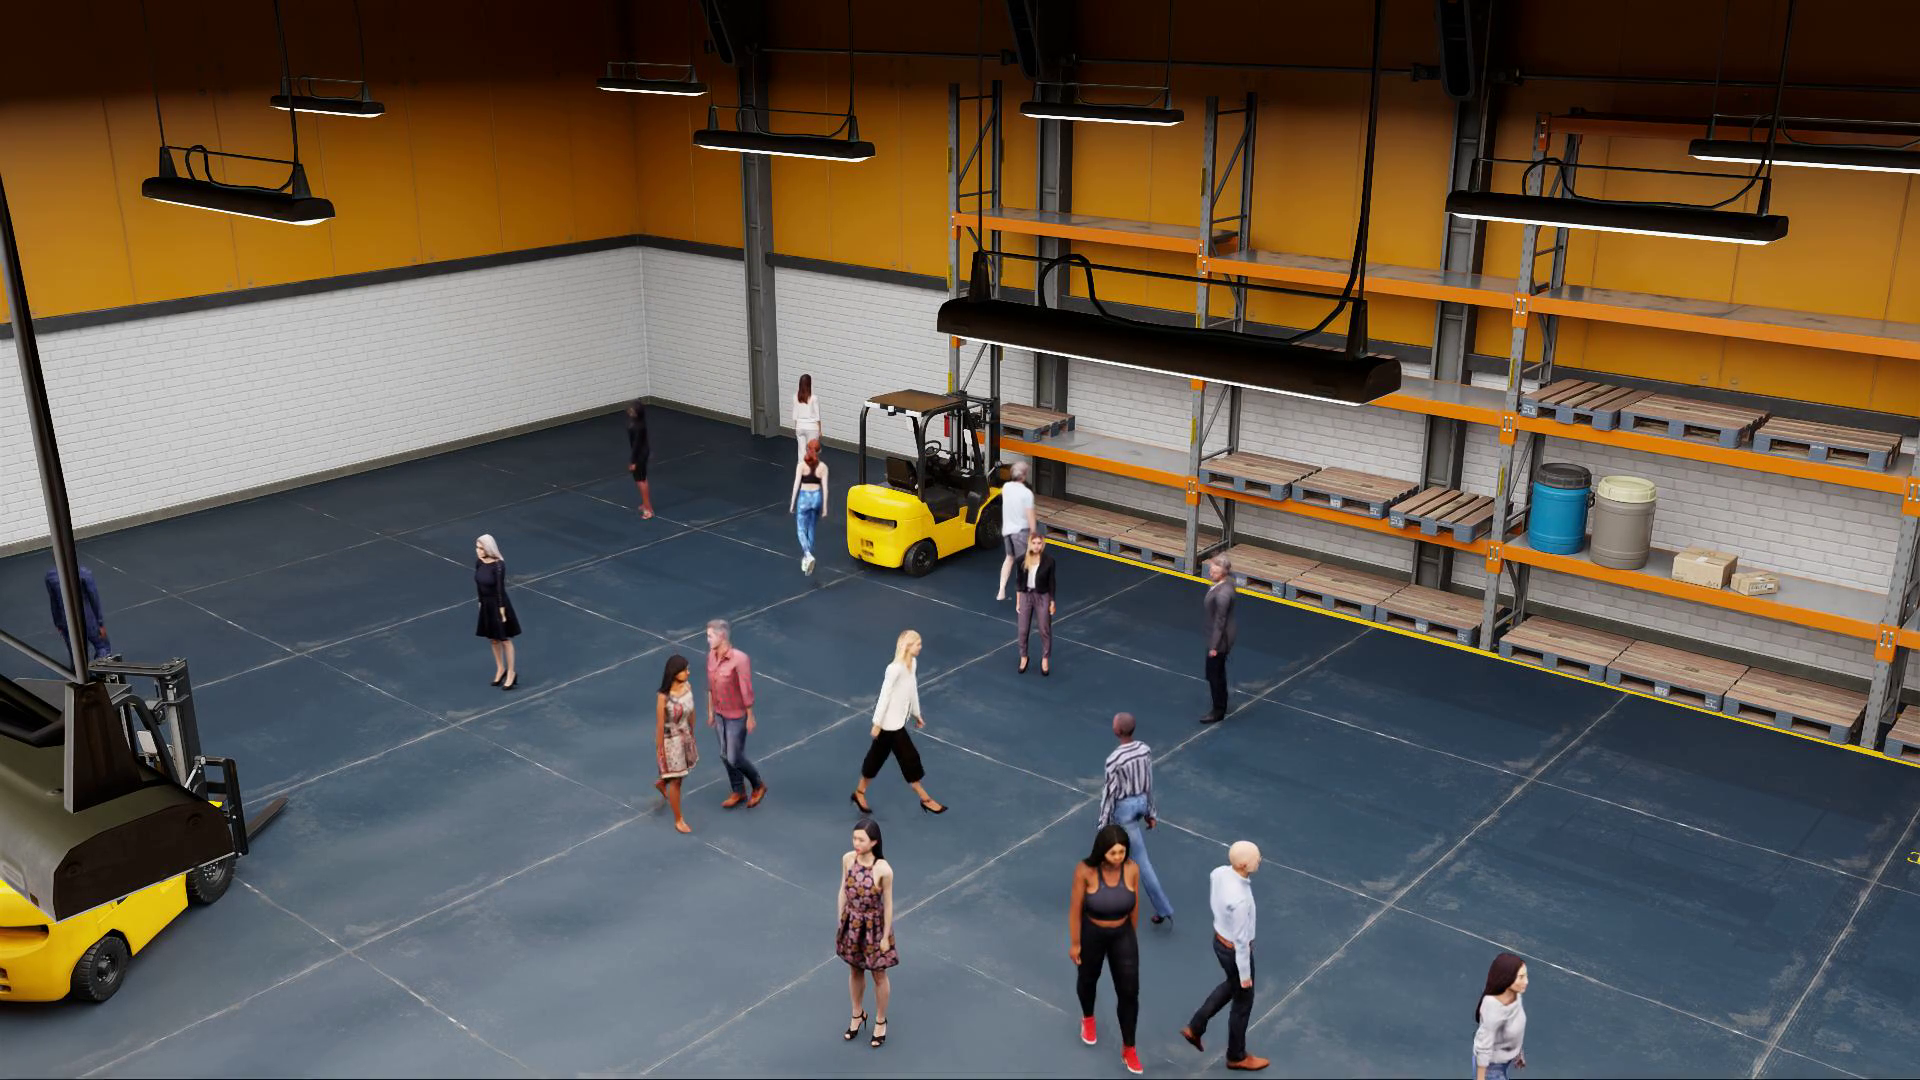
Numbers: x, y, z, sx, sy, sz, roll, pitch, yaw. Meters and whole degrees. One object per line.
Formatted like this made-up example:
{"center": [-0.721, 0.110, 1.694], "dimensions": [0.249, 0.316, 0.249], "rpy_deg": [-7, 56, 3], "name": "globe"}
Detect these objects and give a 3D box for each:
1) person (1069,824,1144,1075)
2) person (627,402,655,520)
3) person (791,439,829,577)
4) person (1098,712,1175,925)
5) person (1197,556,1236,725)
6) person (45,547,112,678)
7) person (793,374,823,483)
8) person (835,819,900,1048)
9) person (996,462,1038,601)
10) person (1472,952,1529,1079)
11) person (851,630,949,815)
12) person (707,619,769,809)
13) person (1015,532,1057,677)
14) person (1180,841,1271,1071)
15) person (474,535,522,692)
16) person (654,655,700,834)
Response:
{"center": [0.998, 2.778, 11.806], "dimensions": [1.050, 1.788, 1.121], "rpy_deg": [-2, 19, -5], "name": "person"}
{"center": [-4.554, -1.181, 23.699], "dimensions": [0.827, 1.700, 0.768], "rpy_deg": [3, 19, 9], "name": "person"}
{"center": [-1.898, -0.377, 21.222], "dimensions": [1.001, 1.757, 1.119], "rpy_deg": [-6, 19, -16], "name": "person"}
{"center": [1.427, 2.284, 13.357], "dimensions": [0.724, 1.734, 1.246], "rpy_deg": [-16, 25, -40], "name": "person"}
{"center": [2.660, 0.988, 17.074], "dimensions": [0.835, 1.818, 0.941], "rpy_deg": [7, 20, 21], "name": "person"}
{"center": [-9.215, 0.894, 17.369], "dimensions": [0.826, 1.808, 0.878], "rpy_deg": [-3, 19, -8], "name": "person"}
{"center": [-2.309, -1.692, 25.236], "dimensions": [0.601, 1.688, 0.731], "rpy_deg": [6, 20, 17], "name": "person"}
{"center": [-0.664, 2.784, 11.811], "dimensions": [0.675, 1.773, 0.782], "rpy_deg": [10, 21, 26], "name": "person"}
{"center": [0.665, -0.070, 20.199], "dimensions": [0.631, 1.829, 0.761], "rpy_deg": [16, 24, 39], "name": "person"}
{"center": [3.288, 3.301, 10.521], "dimensions": [0.783, 1.616, 0.666], "rpy_deg": [12, 22, 31], "name": "person"}
{"center": [-0.691, 1.701, 15.005], "dimensions": [1.223, 1.787, 0.958], "rpy_deg": [7, 20, 20], "name": "person"}
{"center": [-2.080, 1.586, 15.314], "dimensions": [0.595, 1.808, 0.793], "rpy_deg": [10, 21, 28], "name": "person"}
{"center": [0.822, 0.694, 18.187], "dimensions": [0.647, 1.664, 0.753], "rpy_deg": [4, 19, 12], "name": "person"}
{"center": [1.828, 2.880, 11.521], "dimensions": [0.996, 1.777, 0.951], "rpy_deg": [-2, 19, -7], "name": "person"}
{"center": [-4.983, 0.766, 17.855], "dimensions": [0.539, 1.740, 0.689], "rpy_deg": [12, 22, 31], "name": "person"}
{"center": [-2.598, 1.784, 15.017], "dimensions": [0.934, 1.623, 0.666], "rpy_deg": [13, 23, 34], "name": "person"}
